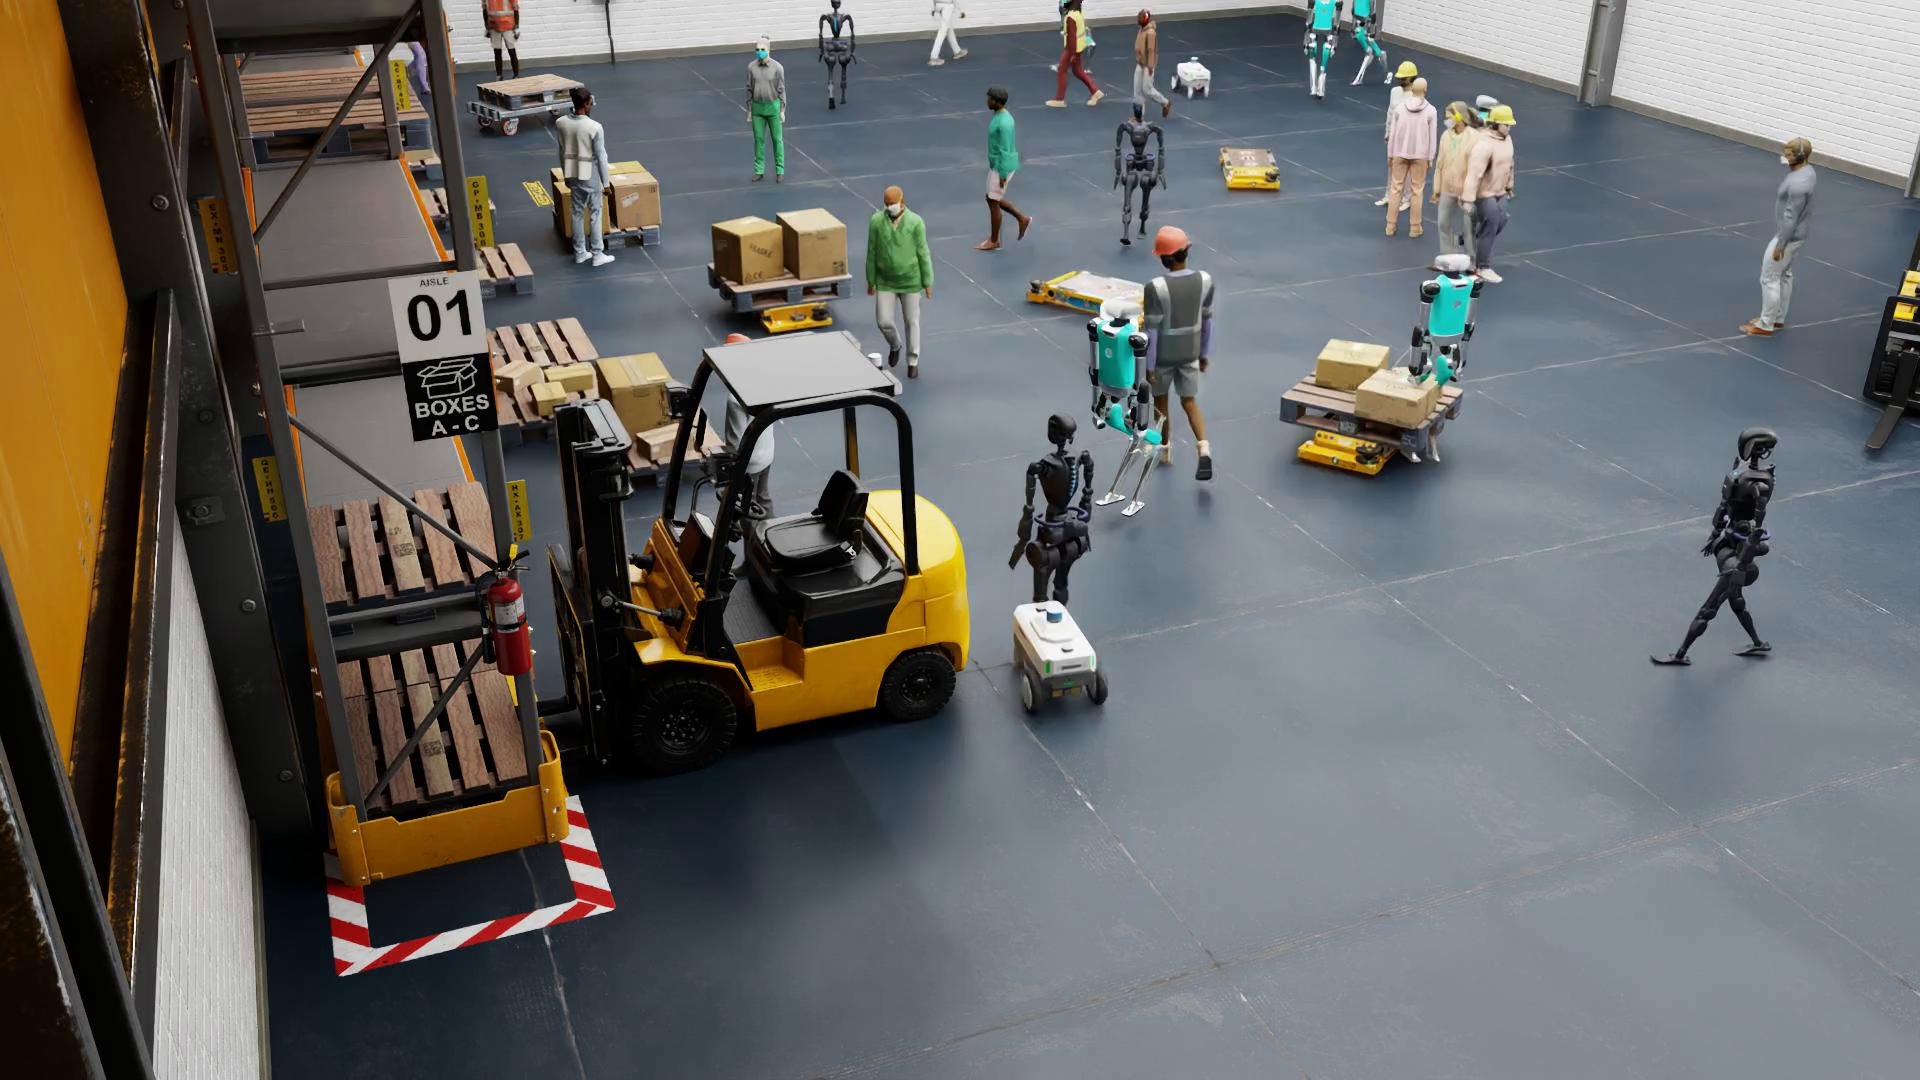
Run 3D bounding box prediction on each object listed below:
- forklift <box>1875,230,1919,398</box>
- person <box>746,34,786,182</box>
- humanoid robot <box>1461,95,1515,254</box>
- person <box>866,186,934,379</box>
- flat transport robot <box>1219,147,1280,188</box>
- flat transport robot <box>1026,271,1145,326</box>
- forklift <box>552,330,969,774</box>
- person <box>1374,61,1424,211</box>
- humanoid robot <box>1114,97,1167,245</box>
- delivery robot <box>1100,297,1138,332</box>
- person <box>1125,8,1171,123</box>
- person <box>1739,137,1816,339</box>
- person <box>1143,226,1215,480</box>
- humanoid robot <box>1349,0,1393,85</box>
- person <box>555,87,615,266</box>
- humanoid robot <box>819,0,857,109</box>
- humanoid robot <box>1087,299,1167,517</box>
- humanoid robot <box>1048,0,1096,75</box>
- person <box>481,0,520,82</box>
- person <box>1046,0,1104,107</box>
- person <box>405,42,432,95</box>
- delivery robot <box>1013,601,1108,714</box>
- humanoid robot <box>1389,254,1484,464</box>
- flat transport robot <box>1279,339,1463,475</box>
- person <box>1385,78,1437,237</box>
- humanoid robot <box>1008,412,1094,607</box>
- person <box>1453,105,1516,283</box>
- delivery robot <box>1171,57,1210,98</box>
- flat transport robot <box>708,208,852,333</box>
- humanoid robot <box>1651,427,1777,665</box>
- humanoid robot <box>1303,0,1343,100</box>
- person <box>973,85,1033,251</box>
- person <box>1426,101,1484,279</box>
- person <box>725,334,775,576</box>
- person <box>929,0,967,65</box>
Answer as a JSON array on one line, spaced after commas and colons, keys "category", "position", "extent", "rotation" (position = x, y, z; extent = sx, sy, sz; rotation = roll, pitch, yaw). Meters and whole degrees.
[{"category": "forklift", "position": [9.029, -2.397, 14.618], "extent": [1.214, 2.155, 2.313], "rotation": [18, 32, 32]}, {"category": "person", "position": [-2.464, -5.486, 21.152], "extent": [0.513, 1.839, 0.339], "rotation": [3, 27, 6]}, {"category": "humanoid robot", "position": [5.822, -3.943, 18.204], "extent": [0.683, 1.814, 0.539], "rotation": [2, 27, 5]}, {"category": "person", "position": [-0.538, -2.311, 14.915], "extent": [0.633, 1.764, 0.432], "rotation": [3, 27, 6]}, {"category": "flat transport robot", "position": [3.750, -4.833, 21.600], "extent": [0.659, 0.231, 1.431], "rotation": [2, 27, 3]}, {"category": "flat transport robot", "position": [1.442, -2.467, 16.895], "extent": [1.431, 0.231, 0.659], "rotation": [20, 33, 34]}, {"category": "forklift", "position": [-1.094, 0.010, 9.831], "extent": [2.313, 2.155, 1.214], "rotation": [-10, 28, -20]}, {"category": "person", "position": [5.292, -4.846, 19.963], "extent": [0.331, 1.764, 0.528], "rotation": [-15, 31, -28]}, {"category": "humanoid robot", "position": [2.027, -4.119, 18.652], "extent": [0.607, 1.629, 0.766], "rotation": [6, 27, 11]}, {"category": "delivery robot", "position": [1.488, -1.986, 15.597], "extent": [0.499, 0.575, 0.757], "rotation": [1, 27, 3]}, {"category": "person", "position": [2.759, -6.890, 24.161], "extent": [0.602, 1.632, 0.472], "rotation": [-11, 29, -21]}, {"category": "person", "position": [7.854, -2.885, 15.890], "extent": [0.443, 1.927, 0.650], "rotation": [14, 30, 26]}, {"category": "person", "position": [1.711, -1.426, 12.893], "extent": [0.608, 2.007, 0.830], "rotation": [-11, 29, -20]}, {"category": "humanoid robot", "position": [6.650, -8.124, 26.546], "extent": [0.934, 1.795, 0.559], "rotation": [-14, 30, -25]}, {"category": "person", "position": [-4.045, -3.906, 17.936], "extent": [0.598, 1.909, 0.400], "rotation": [11, 29, 21]}, {"category": "humanoid robot", "position": [-1.858, -7.374, 25.123], "extent": [0.584, 1.646, 0.693], "rotation": [0, 27, 0]}, {"category": "humanoid robot", "position": [1.297, -1.013, 12.218], "extent": [0.735, 1.677, 0.533], "rotation": [-23, 35, -38]}, {"category": "humanoid robot", "position": [1.924, -8.353, 27.002], "extent": [1.053, 1.738, 0.551], "rotation": [13, 29, 23]}, {"category": "person", "position": [-7.214, -8.087, 26.187], "extent": [0.606, 1.965, 0.370], "rotation": [3, 27, 7]}, {"category": "person", "position": [1.761, -7.397, 25.066], "extent": [0.814, 1.741, 0.471], "rotation": [9, 28, 18]}, {"category": "person", "position": [-8.540, -7.836, 25.847], "extent": [0.591, 1.818, 0.617], "rotation": [2, 27, 4]}, {"category": "delivery robot", "position": [0.580, 0.688, 10.293], "extent": [0.499, 0.589, 0.790], "rotation": [-7, 28, -13]}, {"category": "humanoid robot", "position": [3.697, -1.459, 13.242], "extent": [0.535, 1.786, 0.673], "rotation": [-10, 28, -19]}, {"category": "flat transport robot", "position": [3.396, -0.927, 13.831], "extent": [0.659, 0.231, 1.431], "rotation": [17, 31, 30]}, {"category": "person", "position": [5.134, -4.350, 18.954], "extent": [0.536, 1.781, 0.400], "rotation": [10, 28, 19]}, {"category": "humanoid robot", "position": [0.600, -0.017, 10.492], "extent": [0.608, 1.657, 0.546], "rotation": [-18, 32, -32]}, {"category": "person", "position": [5.539, -3.675, 17.532], "extent": [0.673, 1.834, 0.816], "rotation": [24, 35, 39]}, {"category": "delivery robot", "position": [3.662, -7.279, 26.134], "extent": [0.499, 0.582, 0.773], "rotation": [-5, 27, -10]}, {"category": "flat transport robot", "position": [-1.826, -2.421, 16.803], "extent": [0.659, 0.231, 1.431], "rotation": [-11, 29, -21]}, {"category": "humanoid robot", "position": [4.847, 0.046, 10.385], "extent": [0.794, 1.623, 0.607], "rotation": [2, 27, 3]}, {"category": "humanoid robot", "position": [5.532, -7.603, 25.449], "extent": [0.552, 1.735, 0.939], "rotation": [7, 27, 13]}, {"category": "person", "position": [0.482, -4.123, 18.451], "extent": [0.615, 1.833, 0.512], "rotation": [-4, 27, -8]}, {"category": "person", "position": [5.343, -3.677, 17.560], "extent": [0.369, 1.852, 0.736], "rotation": [-23, 35, -38]}, {"category": "person", "position": [-1.472, -0.590, 11.522], "extent": [0.344, 1.740, 0.572], "rotation": [8, 28, 16]}, {"category": "person", "position": [-0.208, -9.049, 28.258], "extent": [1.014, 1.827, 0.595], "rotation": [-23, 35, -38]}]
